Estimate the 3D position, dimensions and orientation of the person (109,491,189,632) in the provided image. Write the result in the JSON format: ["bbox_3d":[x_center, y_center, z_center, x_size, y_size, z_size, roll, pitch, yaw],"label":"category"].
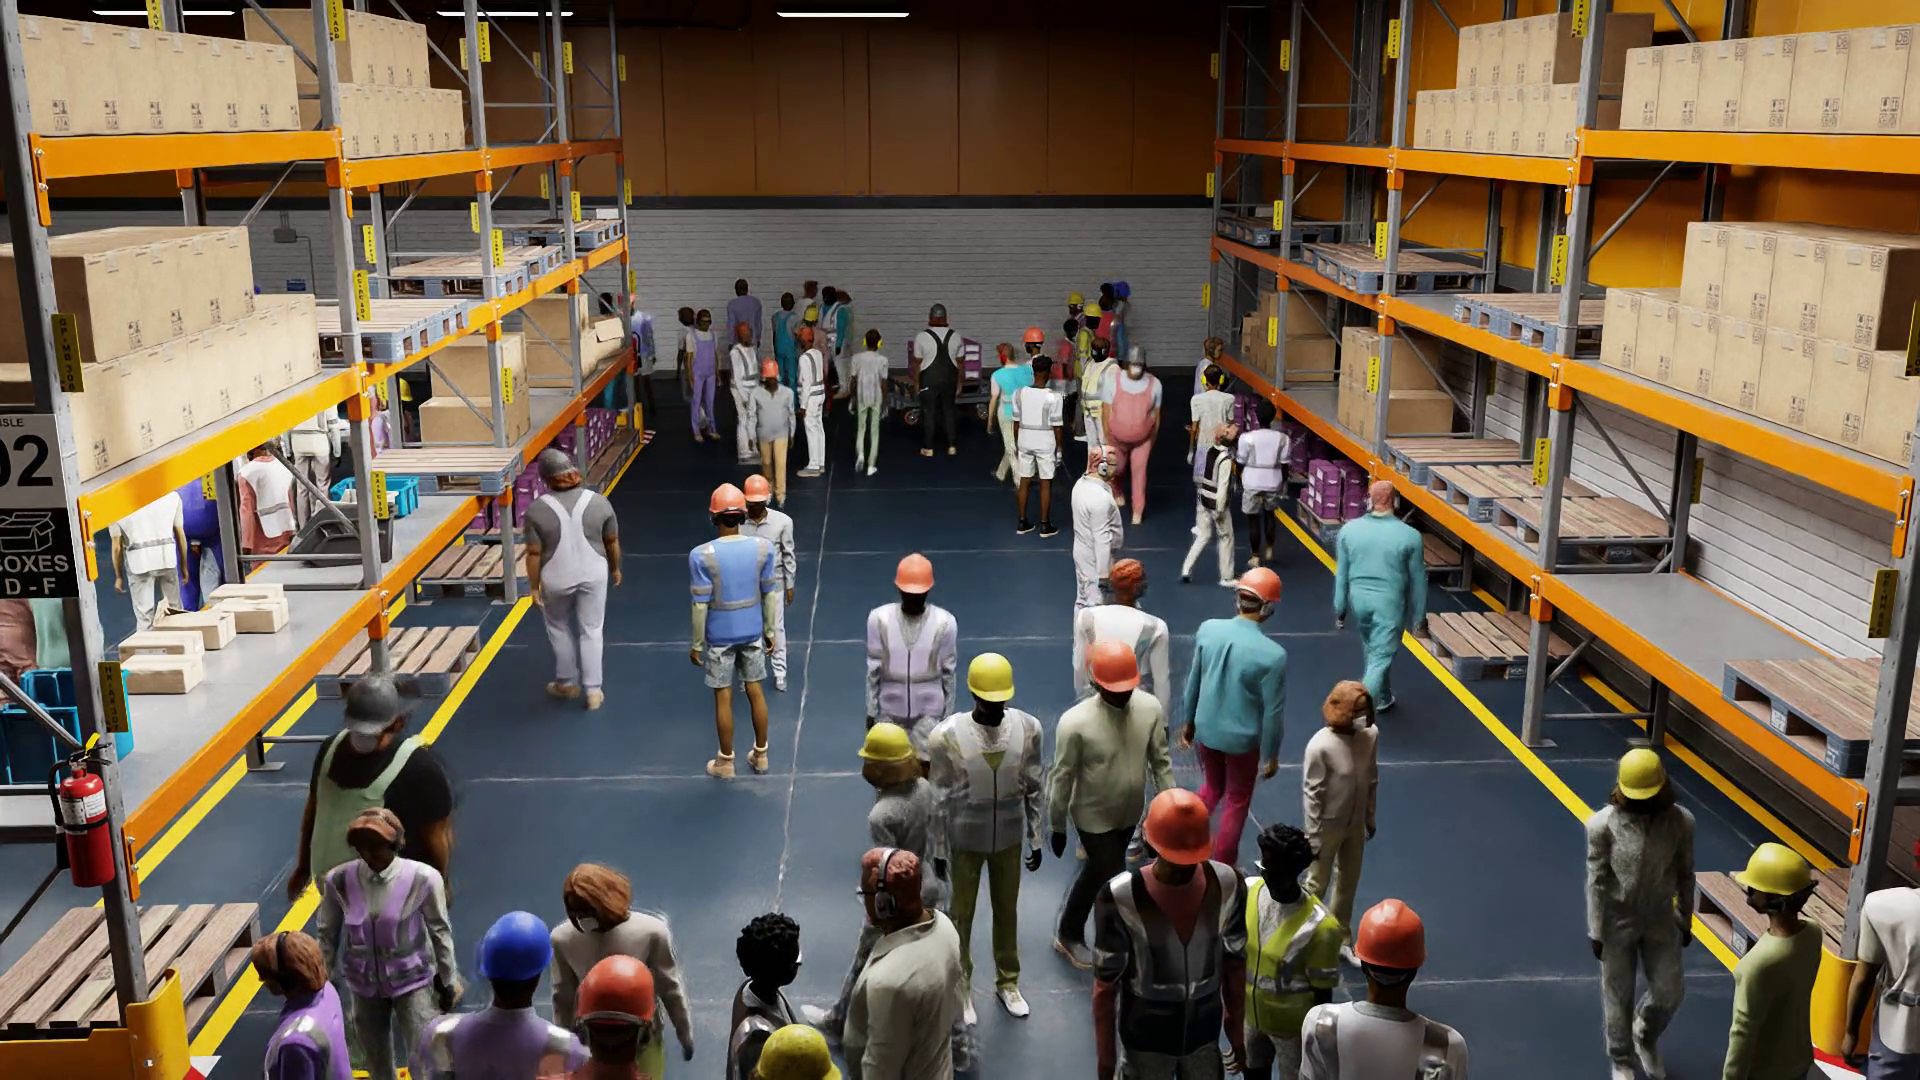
[{"bbox_3d":[-6.399,0.239,13.165,0.565,1.849,0.390,-12,19,-39],"label":"person"}]

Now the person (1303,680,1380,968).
[{"bbox_3d":[1.977,1.496,8.677,0.505,1.624,0.284,-9,17,-32],"label":"person"}]

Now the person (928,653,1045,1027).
[{"bbox_3d":[0.142,1.464,8.211,0.586,1.920,0.396,-4,15,-16],"label":"person"}]

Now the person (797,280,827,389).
[{"bbox_3d":[-2.449,-3.339,27.234,0.537,1.833,0.592,-7,16,-25],"label":"person"}]

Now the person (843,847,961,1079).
[{"bbox_3d":[-0.225,2.021,6.084,0.400,1.896,0.653,4,15,15],"label":"person"}]

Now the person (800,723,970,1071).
[{"bbox_3d":[-0.334,1.665,7.872,0.906,1.696,0.493,9,17,33],"label":"person"}]

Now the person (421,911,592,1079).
[{"bbox_3d":[-1.499,2.160,5.556,0.601,1.898,1.029,1,14,2],"label":"person"}]

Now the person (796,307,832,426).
[{"bbox_3d":[-2.139,-2.582,24.466,0.532,1.731,0.828,5,15,19],"label":"person"}]

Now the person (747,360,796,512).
[{"bbox_3d":[-2.182,-1.242,19.269,0.571,1.709,0.915,-2,14,-8],"label":"person"}]

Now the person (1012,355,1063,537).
[{"bbox_3d":[0.839,-1.009,17.852,0.609,1.958,0.374,8,16,28],"label":"person"}]

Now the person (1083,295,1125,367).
[{"bbox_3d":[2.158,-2.761,24.985,0.631,1.835,0.432,5,15,17],"label":"person"}]

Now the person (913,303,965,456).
[{"bbox_3d":[-0.307,-2.144,22.134,0.689,2.000,0.537,-5,15,-18],"label":"person"}]

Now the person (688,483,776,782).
[{"bbox_3d":[-1.546,0.624,11.264,0.615,2.041,0.384,-8,17,-30],"label":"person"}]

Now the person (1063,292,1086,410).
[{"bbox_3d":[1.791,-2.892,25.503,0.403,1.825,0.592,-4,15,-14],"label":"person"}]

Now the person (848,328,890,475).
[{"bbox_3d":[-1.137,-1.726,20.879,0.535,1.848,0.427,2,14,6],"label":"person"}]

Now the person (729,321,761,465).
[{"bbox_3d":[-2.750,-1.897,21.500,0.386,1.879,0.599,5,15,18],"label":"person"}]

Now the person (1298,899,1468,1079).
[{"bbox_3d":[1.403,2.126,5.603,0.543,1.929,0.386,6,16,24],"label":"person"}]

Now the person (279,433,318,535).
[{"bbox_3d":[-7.124,-0.987,17.921,0.575,1.880,0.358,-7,16,-26],"label":"person"}]

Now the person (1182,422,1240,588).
[{"bbox_3d":[2.443,-0.337,15.880,0.589,1.616,0.551,-3,15,-11],"label":"person"}]

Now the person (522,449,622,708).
[{"bbox_3d":[-2.942,0.262,12.692,0.777,2.000,0.581,-6,15,-22],"label":"person"}]

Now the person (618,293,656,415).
[{"bbox_3d":[-4.874,-2.781,24.926,0.560,1.890,0.562,-1,14,-3],"label":"person"}]

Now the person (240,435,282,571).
[{"bbox_3d":[-7.011,-0.655,16.547,0.420,1.939,0.633,10,17,33],"label":"person"}]

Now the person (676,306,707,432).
[{"bbox_3d":[-3.723,-2.390,23.549,0.553,1.819,0.590,13,19,41],"label":"person"}]

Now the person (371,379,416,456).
[{"bbox_3d":[-5.559,-0.655,16.538,0.380,1.917,0.585,3,15,12],"label":"person"}]

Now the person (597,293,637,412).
[{"bbox_3d":[-5.233,-2.782,25.020,0.807,1.860,0.614,-4,15,-16],"label":"person"}]

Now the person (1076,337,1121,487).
[{"bbox_3d":[1.678,-1.546,20.182,0.429,1.846,0.625,-9,17,-32],"label":"person"}]

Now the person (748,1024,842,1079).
[{"bbox_3d":[-0.517,2.317,5.238,0.319,1.738,0.484,6,16,23],"label":"person"}]

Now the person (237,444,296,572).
[{"bbox_3d":[-5.880,-0.047,14.181,0.404,1.906,0.598,4,15,15],"label":"person"}]

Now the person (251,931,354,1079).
[{"bbox_3d":[-2.330,2.169,6.026,0.317,1.631,0.518,-3,15,-11],"label":"person"}]

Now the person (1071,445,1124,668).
[{"bbox_3d":[1.109,0.179,13.306,0.402,1.899,0.646,-3,15,-10],"label":"person"}]

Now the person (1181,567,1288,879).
[{"bbox_3d":[1.544,1.119,9.492,0.606,1.956,0.658,-13,19,-42],"label":"person"}]

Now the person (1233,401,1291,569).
[{"bbox_3d":[2.993,-0.560,16.635,0.543,1.681,0.545,-2,14,-7],"label":"person"}]
